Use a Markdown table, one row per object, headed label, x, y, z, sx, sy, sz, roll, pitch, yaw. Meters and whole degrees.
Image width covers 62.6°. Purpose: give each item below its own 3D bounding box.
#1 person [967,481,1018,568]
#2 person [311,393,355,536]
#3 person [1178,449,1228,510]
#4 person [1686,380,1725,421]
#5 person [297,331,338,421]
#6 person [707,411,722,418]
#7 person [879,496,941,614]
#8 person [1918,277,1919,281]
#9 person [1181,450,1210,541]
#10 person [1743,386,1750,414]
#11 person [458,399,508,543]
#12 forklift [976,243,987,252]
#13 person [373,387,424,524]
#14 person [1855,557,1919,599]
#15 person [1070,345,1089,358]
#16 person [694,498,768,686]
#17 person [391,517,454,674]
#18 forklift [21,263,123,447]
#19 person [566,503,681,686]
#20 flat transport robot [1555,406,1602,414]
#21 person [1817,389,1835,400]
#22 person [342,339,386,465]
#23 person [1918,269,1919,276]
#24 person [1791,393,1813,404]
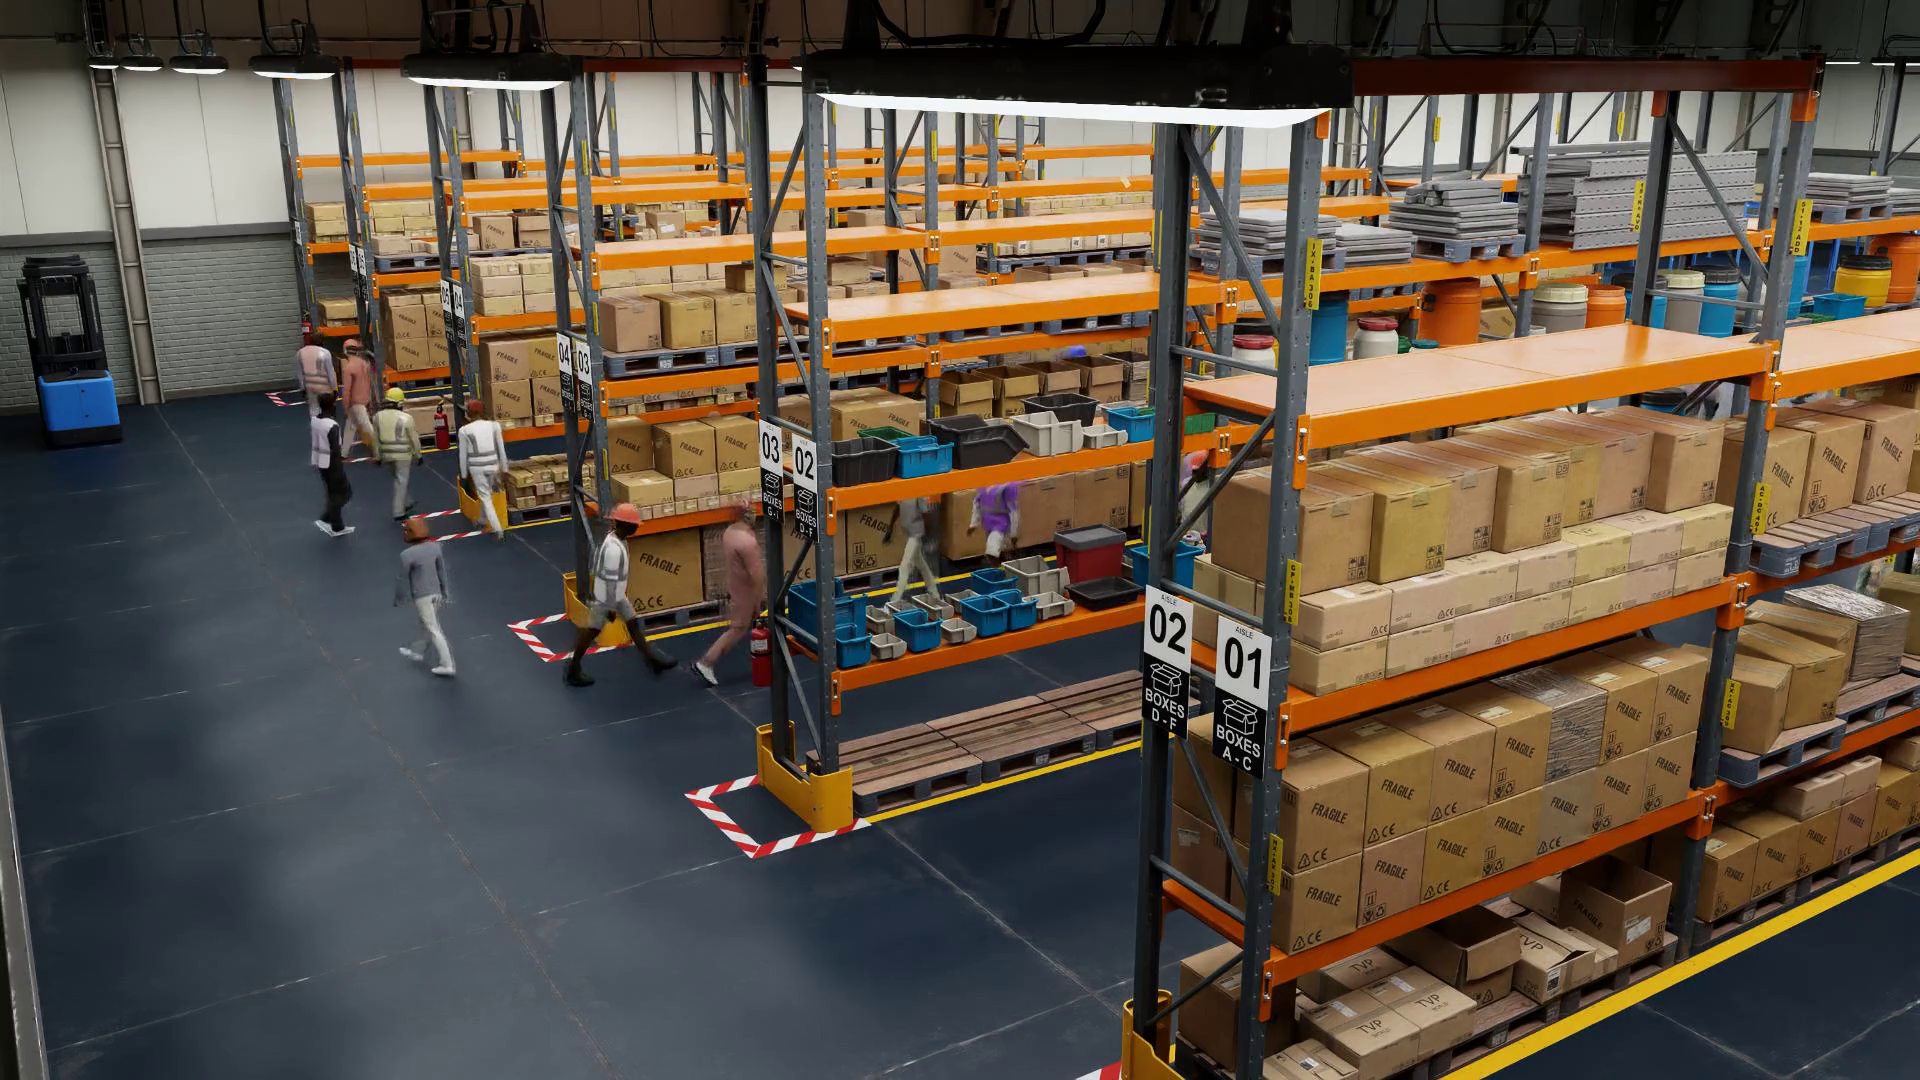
| label | x | y | z | sx | sy | sz | roll | pitch | yaw |
| --- | --- | --- | --- | --- | --- | --- | --- | --- | --- |
| person | 0.429 | -0.181 | 17.816 | 0.998 | 1.894 | 0.547 | -14 | 22 | -37 |
| person | -8.125 | -0.958 | 20.353 | 0.588 | 1.900 | 0.465 | 14 | 22 | 39 |
| person | 2.759 | -0.323 | 18.273 | 1.021 | 1.882 | 0.641 | -15 | 22 | -40 |
| person | 11.644 | -2.292 | 24.720 | 0.594 | 1.904 | 0.831 | 16 | 23 | 42 |
| person | -10.317 | -2.452 | 25.366 | 0.696 | 1.821 | 0.477 | 6 | 18 | 18 |
| person | -3.157 | -0.877 | 20.519 | 0.278 | 1.634 | 0.499 | -8 | 19 | -24 |
| person | -0.596 | -0.036 | 17.462 | 0.987 | 1.816 | 0.538 | -9 | 19 | -27 |
| person | 19.751 | -4.598 | 32.619 | 0.319 | 1.694 | 0.532 | 1 | 17 | 2 |
| person | 2.518 | -0.004 | 17.098 | 0.865 | 1.958 | 0.639 | -14 | 22 | -39 |
| person | 11.743 | -1.864 | 23.349 | 0.546 | 1.891 | 0.970 | -9 | 19 | -27 |
| person | -6.124 | -0.911 | 20.308 | 0.588 | 1.838 | 1.005 | -16 | 23 | -42 |
| forklift | 0.988 | -5.474 | 34.718 | 1.214 | 2.155 | 2.313 | -10 | 20 | -31 |
| person | -7.478 | -1.167 | 21.194 | 0.593 | 1.793 | 0.842 | 5 | 18 | 17 |
| person | 9.130 | 0.636 | 15.619 | 0.881 | 1.592 | 0.539 | -9 | 19 | -28 |
| person | 1.785 | -1.957 | 23.557 | 0.658 | 1.924 | 0.639 | -13 | 21 | -37 |
| person | -2.194 | 0.505 | 15.600 | 0.927 | 1.869 | 0.644 | -5 | 18 | -16 |
| person | -5.462 | 0.553 | 15.903 | 0.847 | 1.590 | 0.511 | 7 | 18 | 22 |
| forklift | -14.518 | -3.079 | 25.708 | 1.129 | 2.768 | 1.873 | -10 | 20 | -31 |
| person | -3.400 | 0.536 | 15.585 | 1.154 | 1.825 | 0.559 | -1 | 17 | -3 |
| flat transport robot | 10.448 | -2.085 | 26.850 | 1.431 | 0.197 | 0.652 | -5 | 18 | -17 |
| person | 15.310 | -3.161 | 27.497 | 0.602 | 1.938 | 0.402 | -1 | 17 | -5 |
| person | -9.192 | -2.099 | 24.083 | 1.065 | 1.910 | 0.663 | 1 | 17 | 4 |
| person | 20.435 | -5.087 | 34.048 | 0.475 | 1.806 | 0.682 | 5 | 18 | 15 |
| person | 15.256 | -3.415 | 28.362 | 0.499 | 1.914 | 0.615 | -1 | 17 | -3 |
